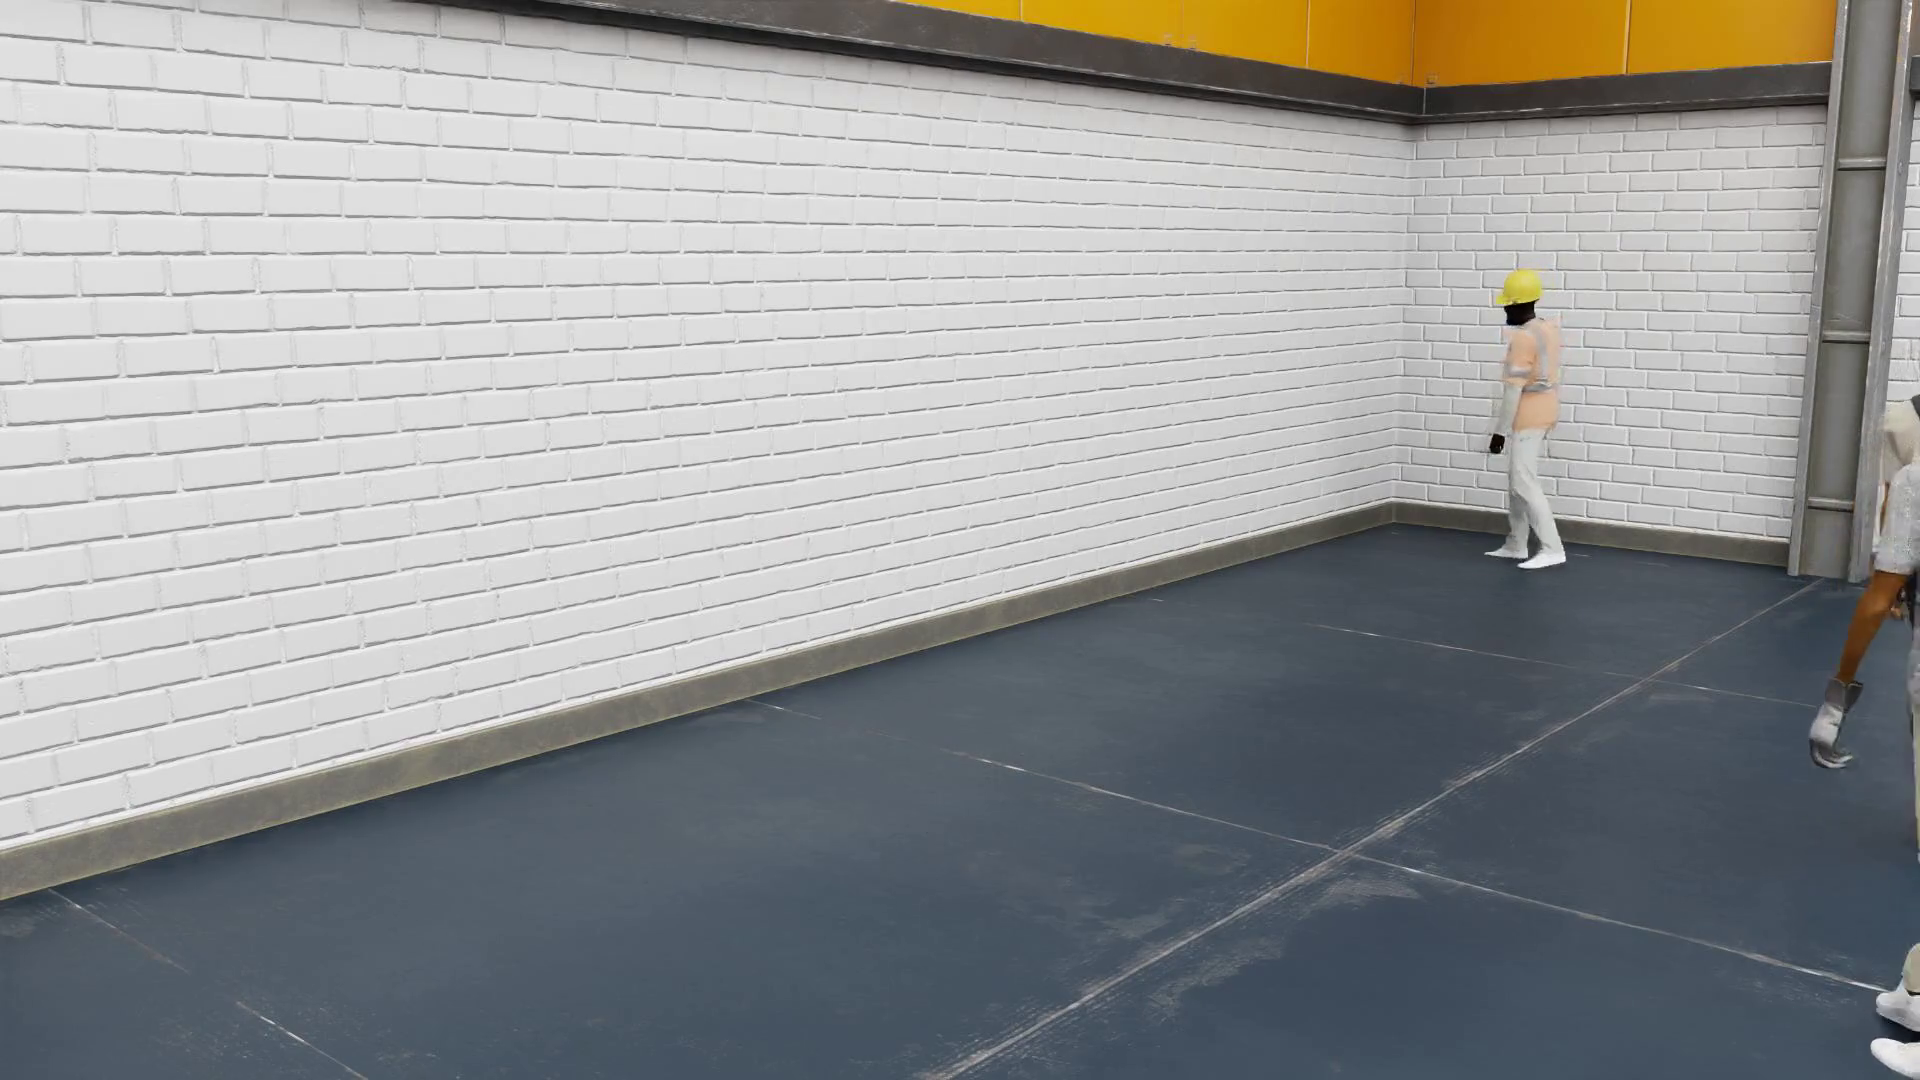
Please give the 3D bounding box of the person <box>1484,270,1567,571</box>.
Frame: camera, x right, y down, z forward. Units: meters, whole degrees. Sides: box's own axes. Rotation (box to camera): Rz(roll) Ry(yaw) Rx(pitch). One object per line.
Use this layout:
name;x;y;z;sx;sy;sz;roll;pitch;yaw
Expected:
person;3.639;-0.753;10.581;0.485;1.905;0.661;5;11;28

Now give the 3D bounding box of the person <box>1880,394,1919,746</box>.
person;3.371;0.135;5.624;0.412;1.824;0.551;-9;13;-41

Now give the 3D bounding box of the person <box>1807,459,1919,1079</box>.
person;2.433;0.402;4.073;0.676;1.833;0.661;-1;10;-4
